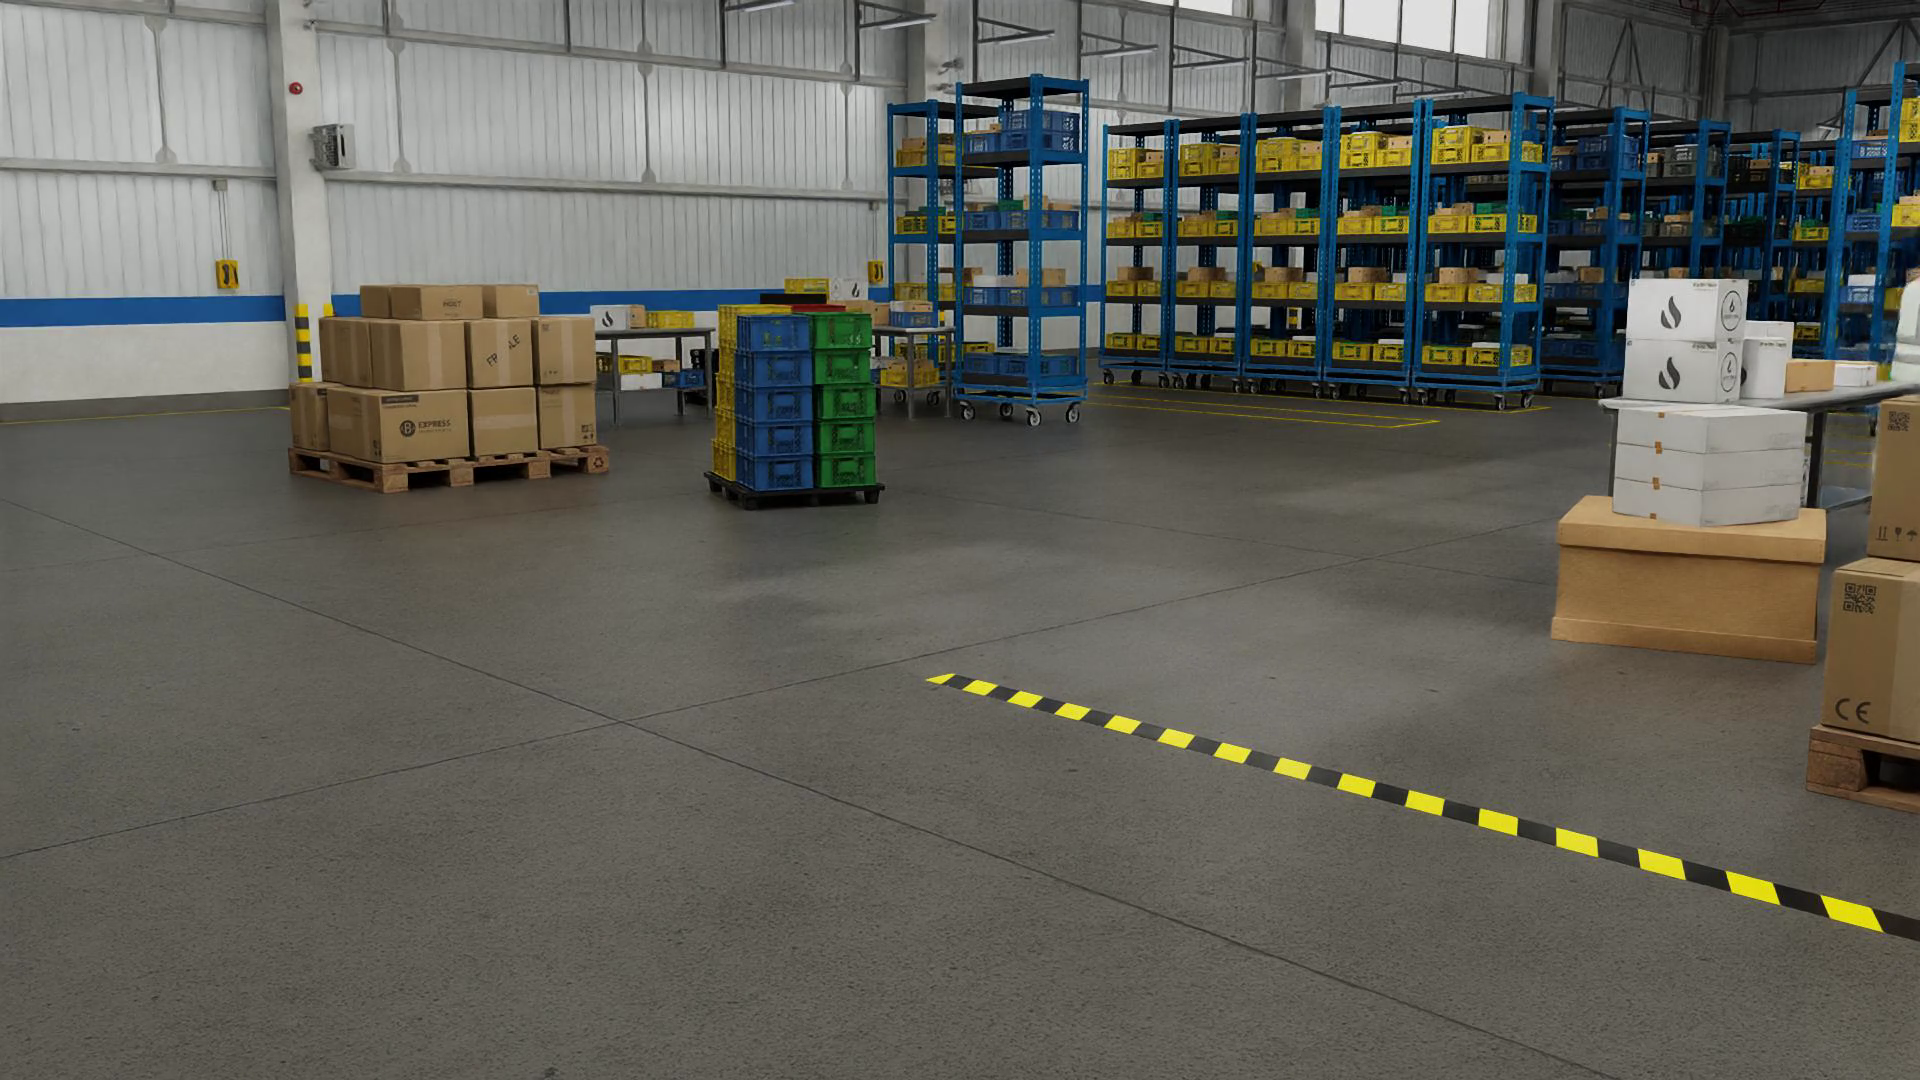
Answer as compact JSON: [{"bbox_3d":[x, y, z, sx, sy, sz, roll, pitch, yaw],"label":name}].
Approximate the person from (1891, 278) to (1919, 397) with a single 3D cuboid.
[{"bbox_3d":[6.533,-1.096,11.062,0.779,1.917,0.634,1,9,3],"label":"person"}]
